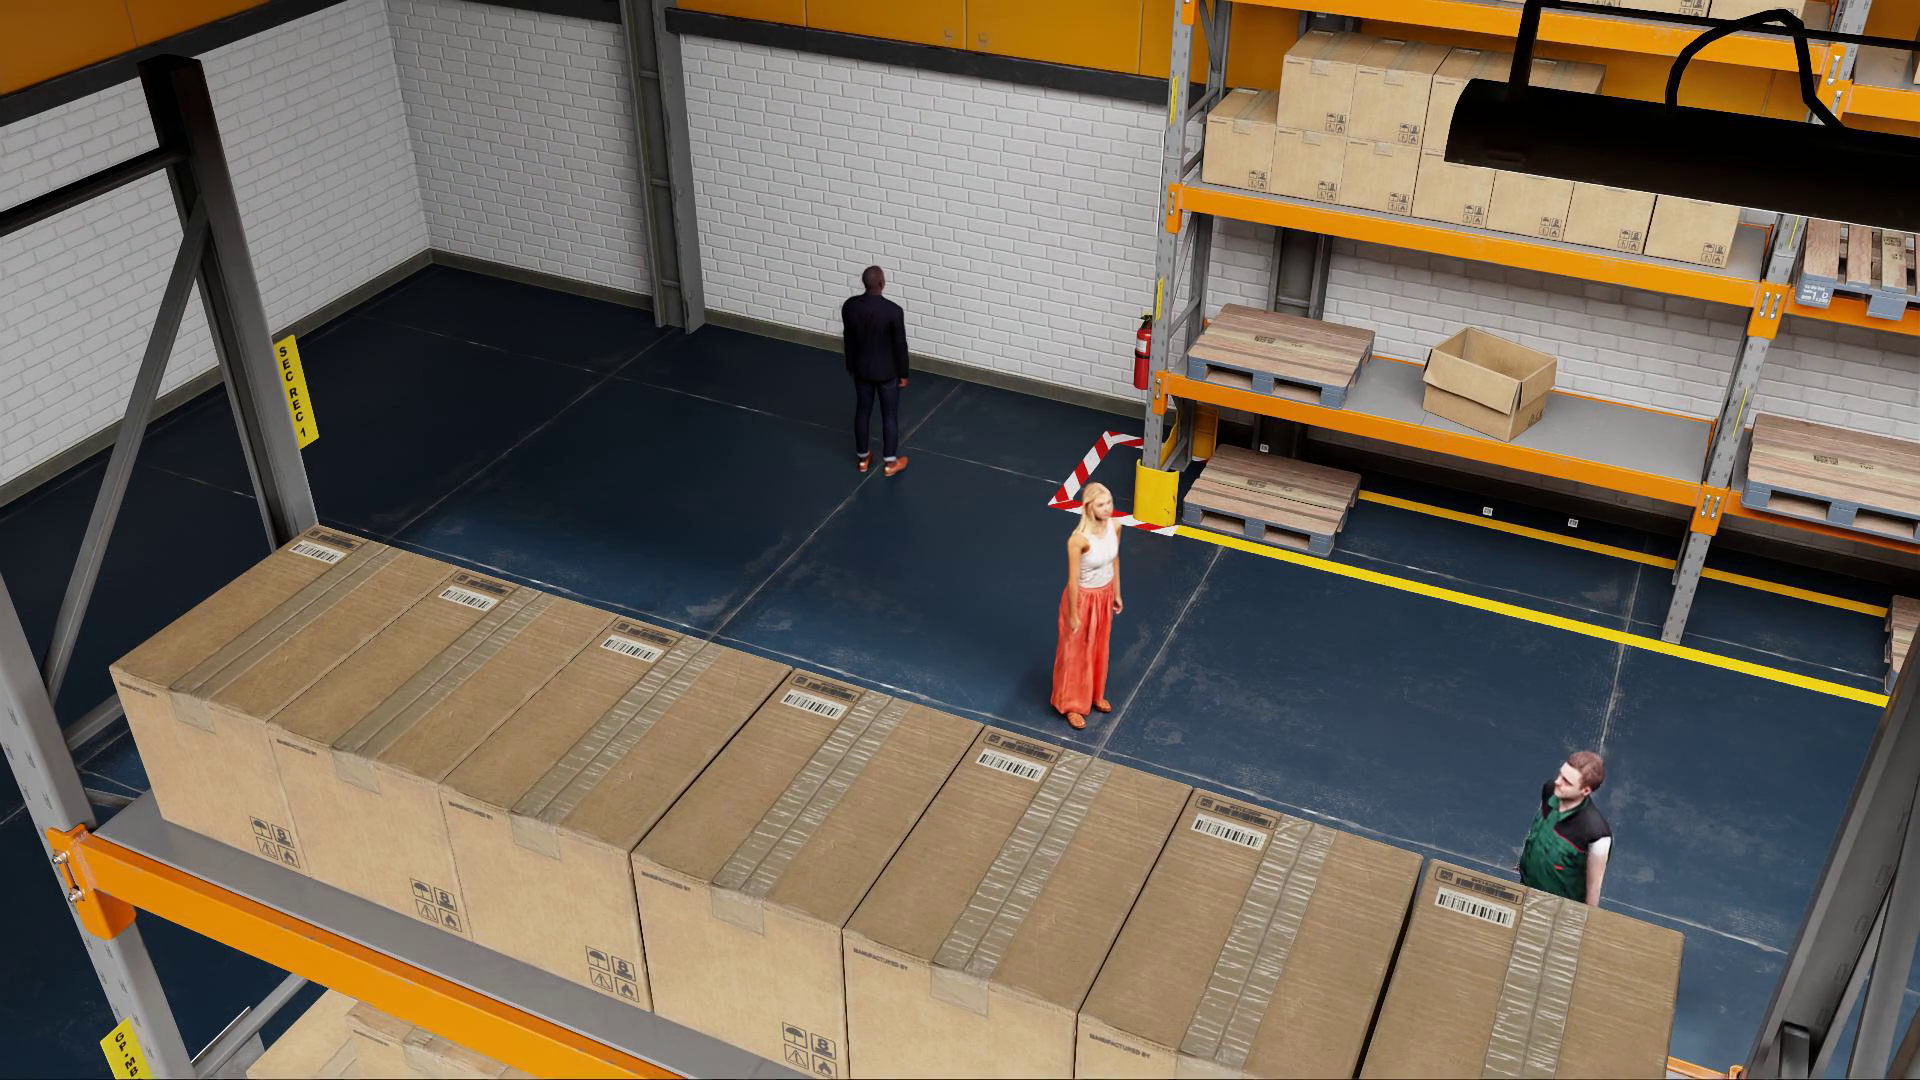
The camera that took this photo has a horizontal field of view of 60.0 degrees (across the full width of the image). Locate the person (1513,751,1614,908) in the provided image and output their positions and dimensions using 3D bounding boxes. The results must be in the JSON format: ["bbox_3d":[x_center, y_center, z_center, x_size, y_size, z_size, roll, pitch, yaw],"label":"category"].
[{"bbox_3d":[3.175,1.820,8.732,1.252,1.804,1.112,-7,34,-10],"label":"person"}]

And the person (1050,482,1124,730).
[{"bbox_3d":[0.842,0.404,10.863,0.709,1.802,0.709,-26,42,-34],"label":"person"}]

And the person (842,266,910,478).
[{"bbox_3d":[-0.690,-1.375,13.525,0.546,1.818,0.770,11,35,17],"label":"person"}]
